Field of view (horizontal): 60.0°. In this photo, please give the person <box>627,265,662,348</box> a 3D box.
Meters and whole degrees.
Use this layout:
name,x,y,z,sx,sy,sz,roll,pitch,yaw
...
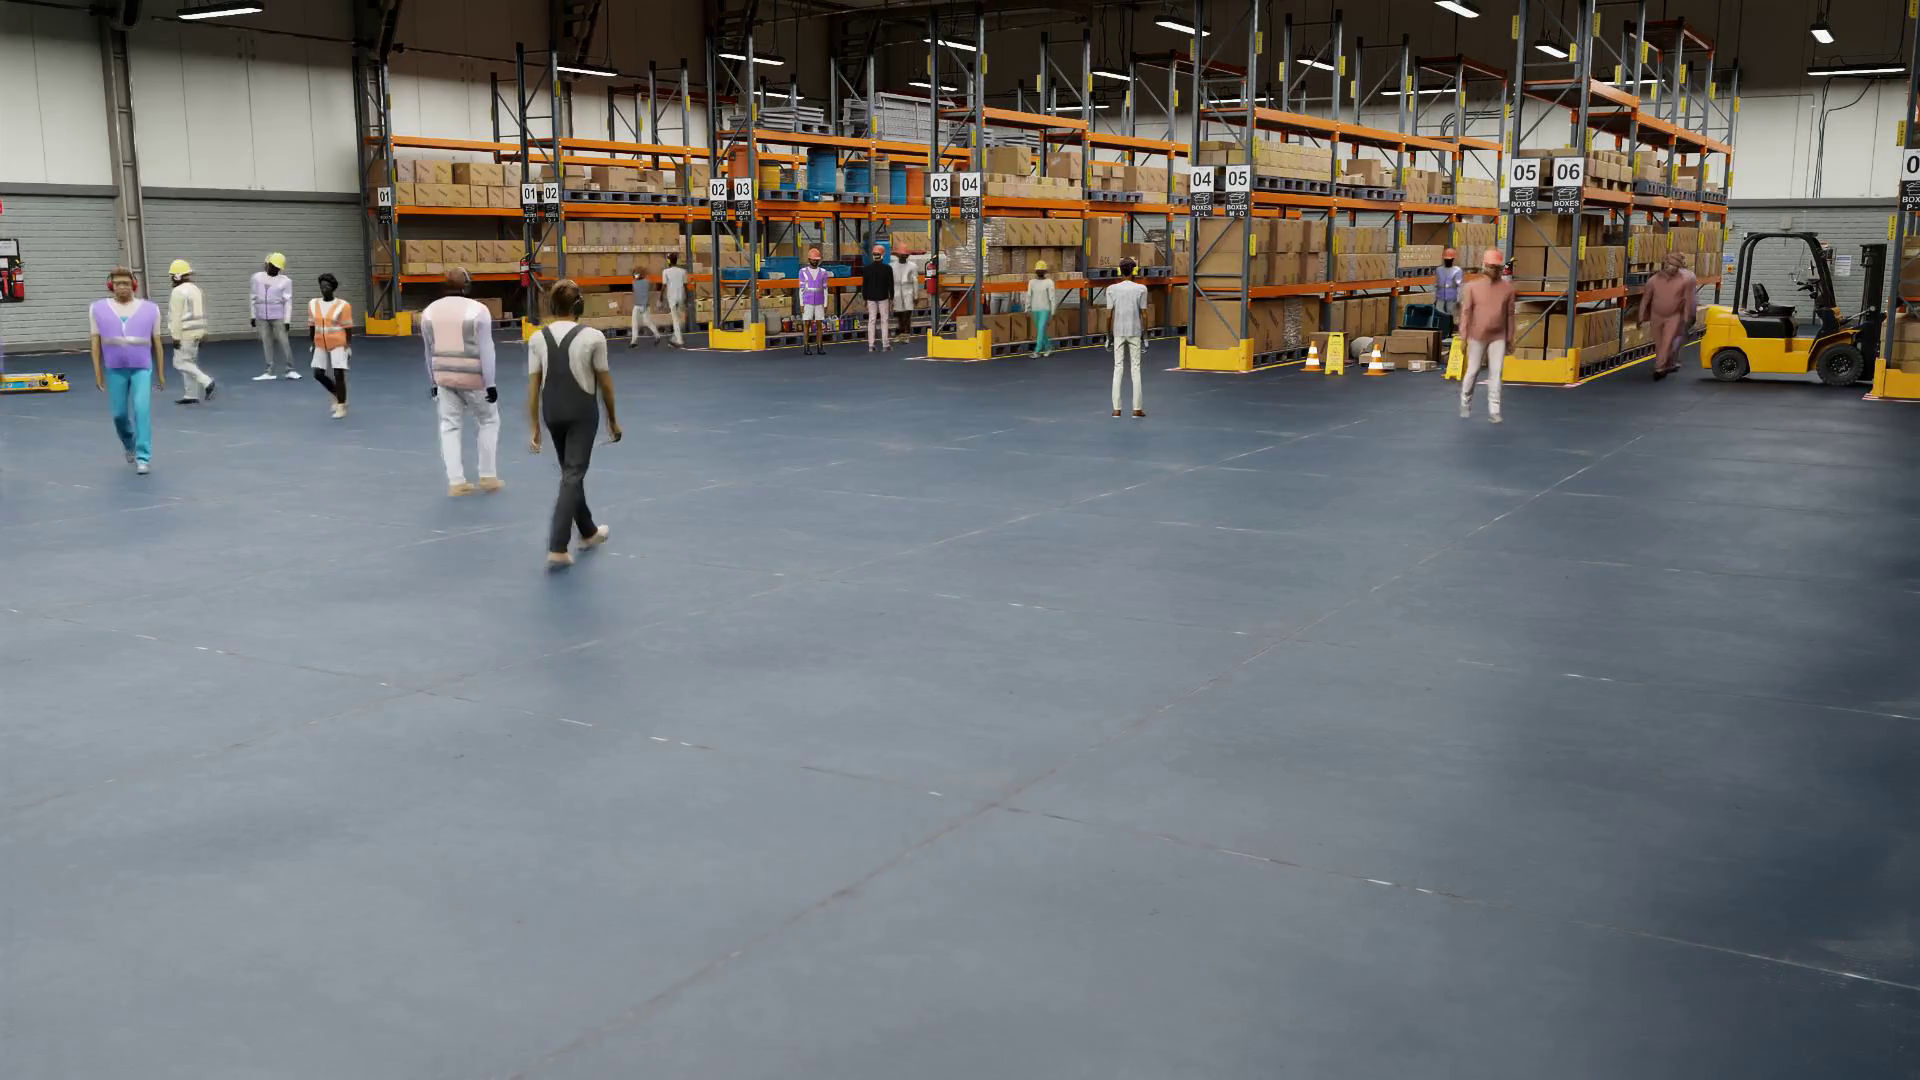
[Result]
name,x,y,z,sx,sy,sz,roll,pitch,yaw
person,-6.144,-4.545,32.359,0.508,1.612,0.658,7,12,33

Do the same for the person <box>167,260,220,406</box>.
name,x,y,z,sx,sy,sz,roll,pitch,yaw
person,-9.539,-2.560,20.645,0.549,1.820,0.604,0,10,-1

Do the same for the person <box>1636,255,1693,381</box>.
name,x,y,z,sx,sy,sz,roll,pitch,yaw
person,10.408,-3.278,24.615,0.708,1.835,1.029,7,12,34

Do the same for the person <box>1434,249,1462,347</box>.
name,x,y,z,sx,sy,sz,roll,pitch,yaw
person,9.450,-4.693,32.348,0.569,1.902,0.808,7,12,33

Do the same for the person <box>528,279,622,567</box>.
name,x,y,z,sx,sy,sz,roll,pitch,yaw
person,-2.464,-0.749,10.593,0.508,1.797,0.986,2,10,13

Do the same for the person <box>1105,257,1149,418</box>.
name,x,y,z,sx,sy,sz,roll,pitch,yaw
person,1.946,-2.350,19.353,0.514,1.865,0.329,2,10,13

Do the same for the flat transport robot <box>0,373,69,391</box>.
name,x,y,z,sx,sy,sz,roll,pitch,yaw
flat transport robot,-12.926,-2.127,22.562,1.431,0.197,0.652,-6,12,-30

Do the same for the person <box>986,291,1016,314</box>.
name,x,y,z,sx,sy,sz,roll,pitch,yaw
person,0.809,-4.813,32.981,0.625,1.931,0.375,0,10,1

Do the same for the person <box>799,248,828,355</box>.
name,x,y,z,sx,sy,sz,roll,pitch,yaw
person,-2.650,-4.314,30.187,0.540,1.929,0.391,-3,11,-16

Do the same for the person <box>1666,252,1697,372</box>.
name,x,y,z,sx,sy,sz,roll,pitch,yaw
person,11.101,-3.533,25.898,0.663,1.888,0.658,-8,13,-38

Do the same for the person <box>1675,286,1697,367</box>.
name,x,y,z,sx,sy,sz,roll,pitch,yaw
person,11.708,-3.615,27.102,0.526,1.629,0.396,6,12,29

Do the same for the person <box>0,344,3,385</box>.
name,x,y,z,sx,sy,sz,roll,pitch,yaw
person,-8.405,-1.463,13.951,0.633,2.022,0.629,-8,13,-40

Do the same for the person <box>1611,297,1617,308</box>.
name,x,y,z,sx,sy,sz,roll,pitch,yaw
person,15.058,-5.696,38.056,0.551,1.893,0.983,3,11,17

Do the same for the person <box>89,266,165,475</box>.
name,x,y,z,sx,sy,sz,roll,pitch,yaw
person,-7.376,-1.515,14.774,0.570,1.829,0.699,-4,11,-21

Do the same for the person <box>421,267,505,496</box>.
name,x,y,z,sx,sy,sz,roll,pitch,yaw
person,-3.965,-1.279,13.444,0.653,1.825,0.634,3,10,14

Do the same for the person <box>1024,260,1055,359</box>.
name,x,y,z,sx,sy,sz,roll,pitch,yaw
person,1.457,-4.080,29.431,0.526,1.726,0.892,7,12,34

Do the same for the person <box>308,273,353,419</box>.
name,x,y,z,sx,sy,sz,roll,pitch,yaw
person,-7.250,-2.243,19.234,0.546,1.682,0.417,2,10,8

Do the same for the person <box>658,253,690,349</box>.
name,x,y,z,sx,sy,sz,roll,pitch,yaw
person,-5.557,-4.600,32.049,0.549,1.824,0.913,-9,14,-41

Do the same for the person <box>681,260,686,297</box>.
name,x,y,z,sx,sy,sz,roll,pitch,yaw
person,-6.592,-5.902,39.889,0.497,1.633,0.279,7,12,34

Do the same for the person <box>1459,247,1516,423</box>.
name,x,y,z,sx,sy,sz,roll,pitch,yaw
person,6.026,-2.336,19.026,0.637,2.008,0.636,0,10,2

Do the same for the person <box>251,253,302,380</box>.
name,x,y,z,sx,sy,sz,roll,pitch,yaw
person,-10.168,-3.286,24.573,0.681,1.878,0.371,1,10,6

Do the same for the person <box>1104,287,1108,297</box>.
name,x,y,z,sx,sy,sz,roll,pitch,yaw
person,3.778,-6.050,40.447,0.521,1.729,0.858,3,10,14

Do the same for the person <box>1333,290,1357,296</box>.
name,x,y,z,sx,sy,sz,roll,pitch,yaw
person,8.393,-5.258,36.299,0.513,1.630,0.318,3,10,14

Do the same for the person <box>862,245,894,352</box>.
name,x,y,z,sx,sy,sz,roll,pitch,yaw
person,-1.515,-4.518,31.130,0.622,1.990,0.402,3,11,17

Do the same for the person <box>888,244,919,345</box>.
name,x,y,z,sx,sy,sz,roll,pitch,yaw
person,-1.141,-4.938,33.516,0.631,2.006,0.725,3,10,14

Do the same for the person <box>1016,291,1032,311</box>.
name,x,y,z,sx,sy,sz,roll,pitch,yaw
person,1.468,-5.066,35.253,0.504,1.612,0.565,7,13,36
